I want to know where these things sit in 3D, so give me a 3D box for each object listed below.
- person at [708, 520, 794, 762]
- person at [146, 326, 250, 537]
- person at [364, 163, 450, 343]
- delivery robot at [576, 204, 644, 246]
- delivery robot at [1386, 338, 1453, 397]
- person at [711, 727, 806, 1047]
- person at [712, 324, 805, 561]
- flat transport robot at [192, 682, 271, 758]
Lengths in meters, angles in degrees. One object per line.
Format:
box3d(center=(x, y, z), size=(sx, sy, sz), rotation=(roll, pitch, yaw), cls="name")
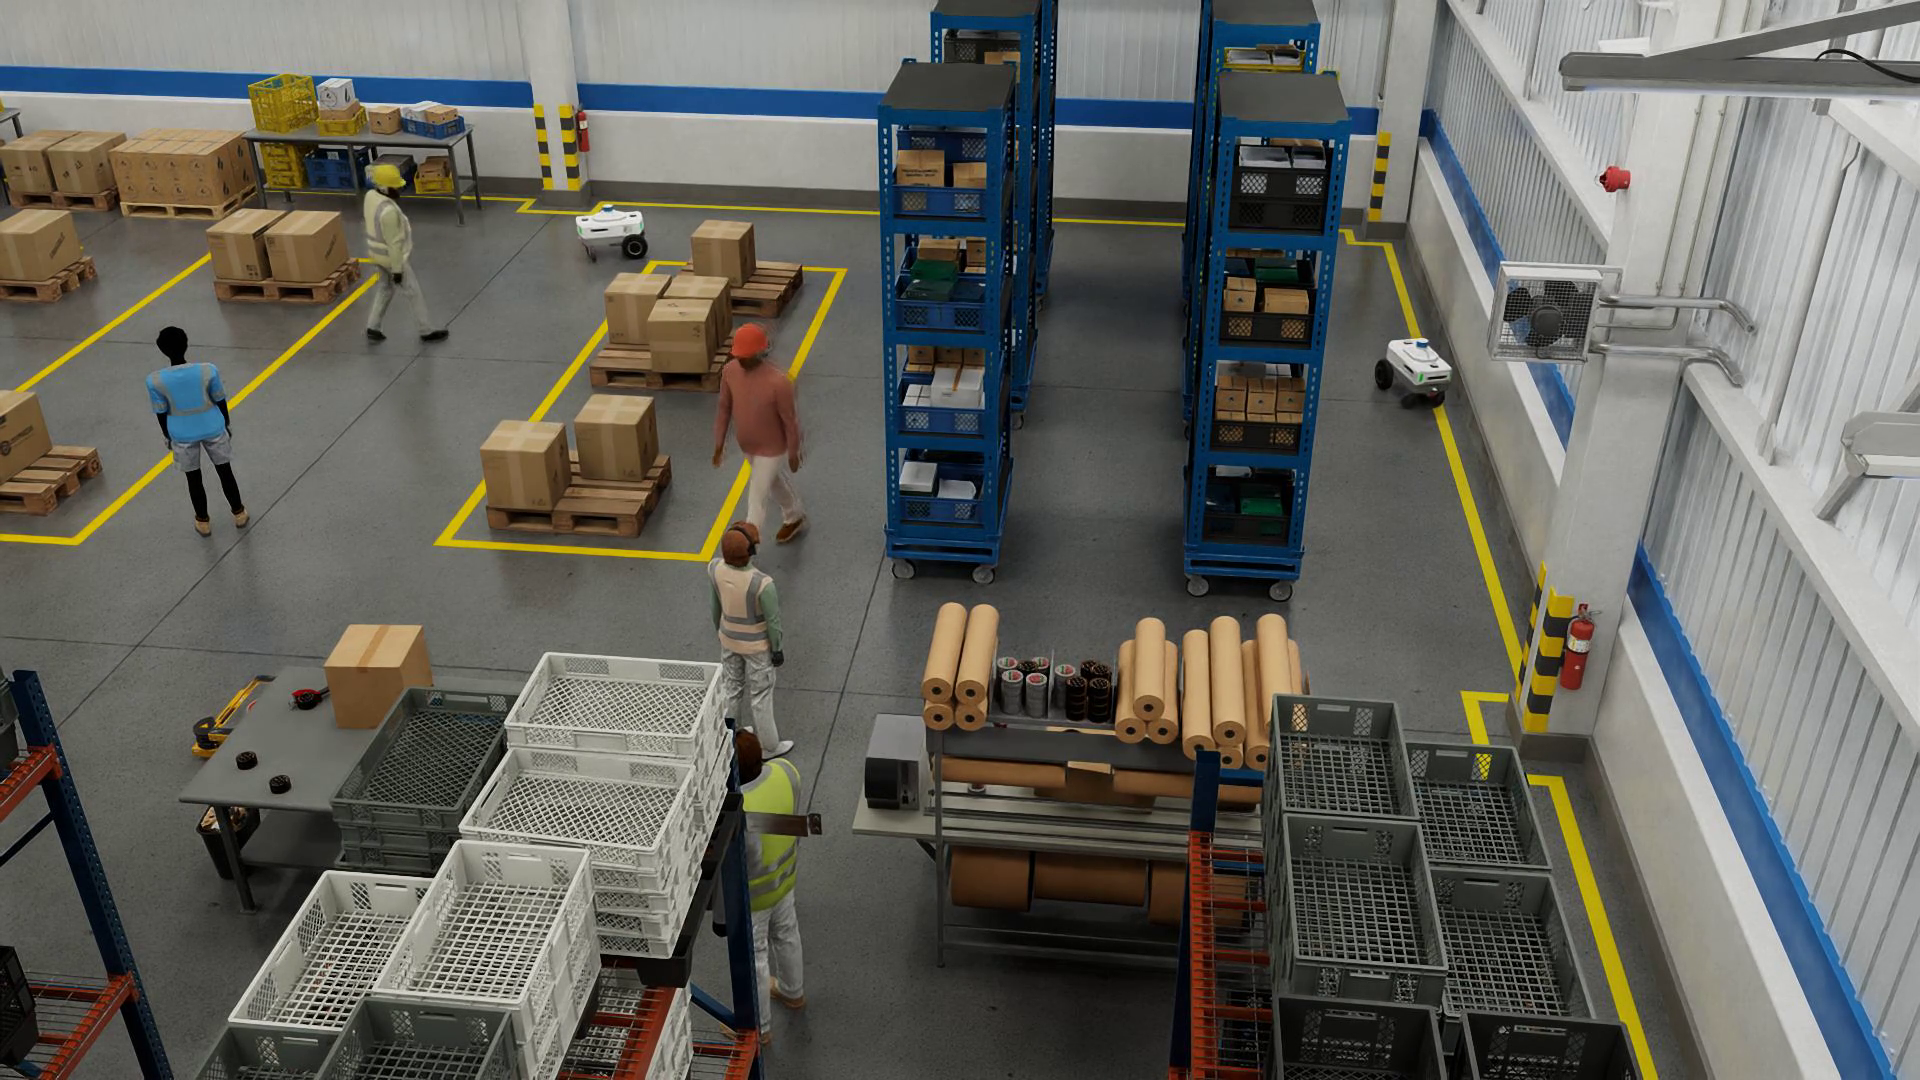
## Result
box3d(center=(-1.301, 0.626, 10.214), size=(0.515, 1.645, 0.308), rotation=(17, 34, 27), cls="person")
box3d(center=(-5.803, -0.826, 12.654), size=(0.535, 1.698, 0.318), rotation=(-15, 33, -24), cls="person")
box3d(center=(-5.398, -2.708, 15.794), size=(0.722, 1.801, 0.616), rotation=(-21, 36, -31), cls="person")
box3d(center=(-3.821, -3.420, 18.150), size=(0.707, 0.478, 0.477), rotation=(-7, 31, -12), cls="delivery robot")
box3d(center=(4.137, -1.579, 14.988), size=(0.477, 0.478, 0.707), rotation=(-7, 31, -11), cls="delivery robot")
box3d(center=(-1.022, 1.692, 8.204), size=(0.431, 1.837, 0.629), rotation=(17, 34, 26), cls="person")
box3d(center=(-1.486, -0.700, 12.213), size=(0.610, 1.933, 1.076), rotation=(20, 36, 30), cls="person")
box3d(center=(-4.089, 1.163, 10.648), size=(1.431, 0.197, 0.652), rotation=(3, 30, 6), cls="flat transport robot")
